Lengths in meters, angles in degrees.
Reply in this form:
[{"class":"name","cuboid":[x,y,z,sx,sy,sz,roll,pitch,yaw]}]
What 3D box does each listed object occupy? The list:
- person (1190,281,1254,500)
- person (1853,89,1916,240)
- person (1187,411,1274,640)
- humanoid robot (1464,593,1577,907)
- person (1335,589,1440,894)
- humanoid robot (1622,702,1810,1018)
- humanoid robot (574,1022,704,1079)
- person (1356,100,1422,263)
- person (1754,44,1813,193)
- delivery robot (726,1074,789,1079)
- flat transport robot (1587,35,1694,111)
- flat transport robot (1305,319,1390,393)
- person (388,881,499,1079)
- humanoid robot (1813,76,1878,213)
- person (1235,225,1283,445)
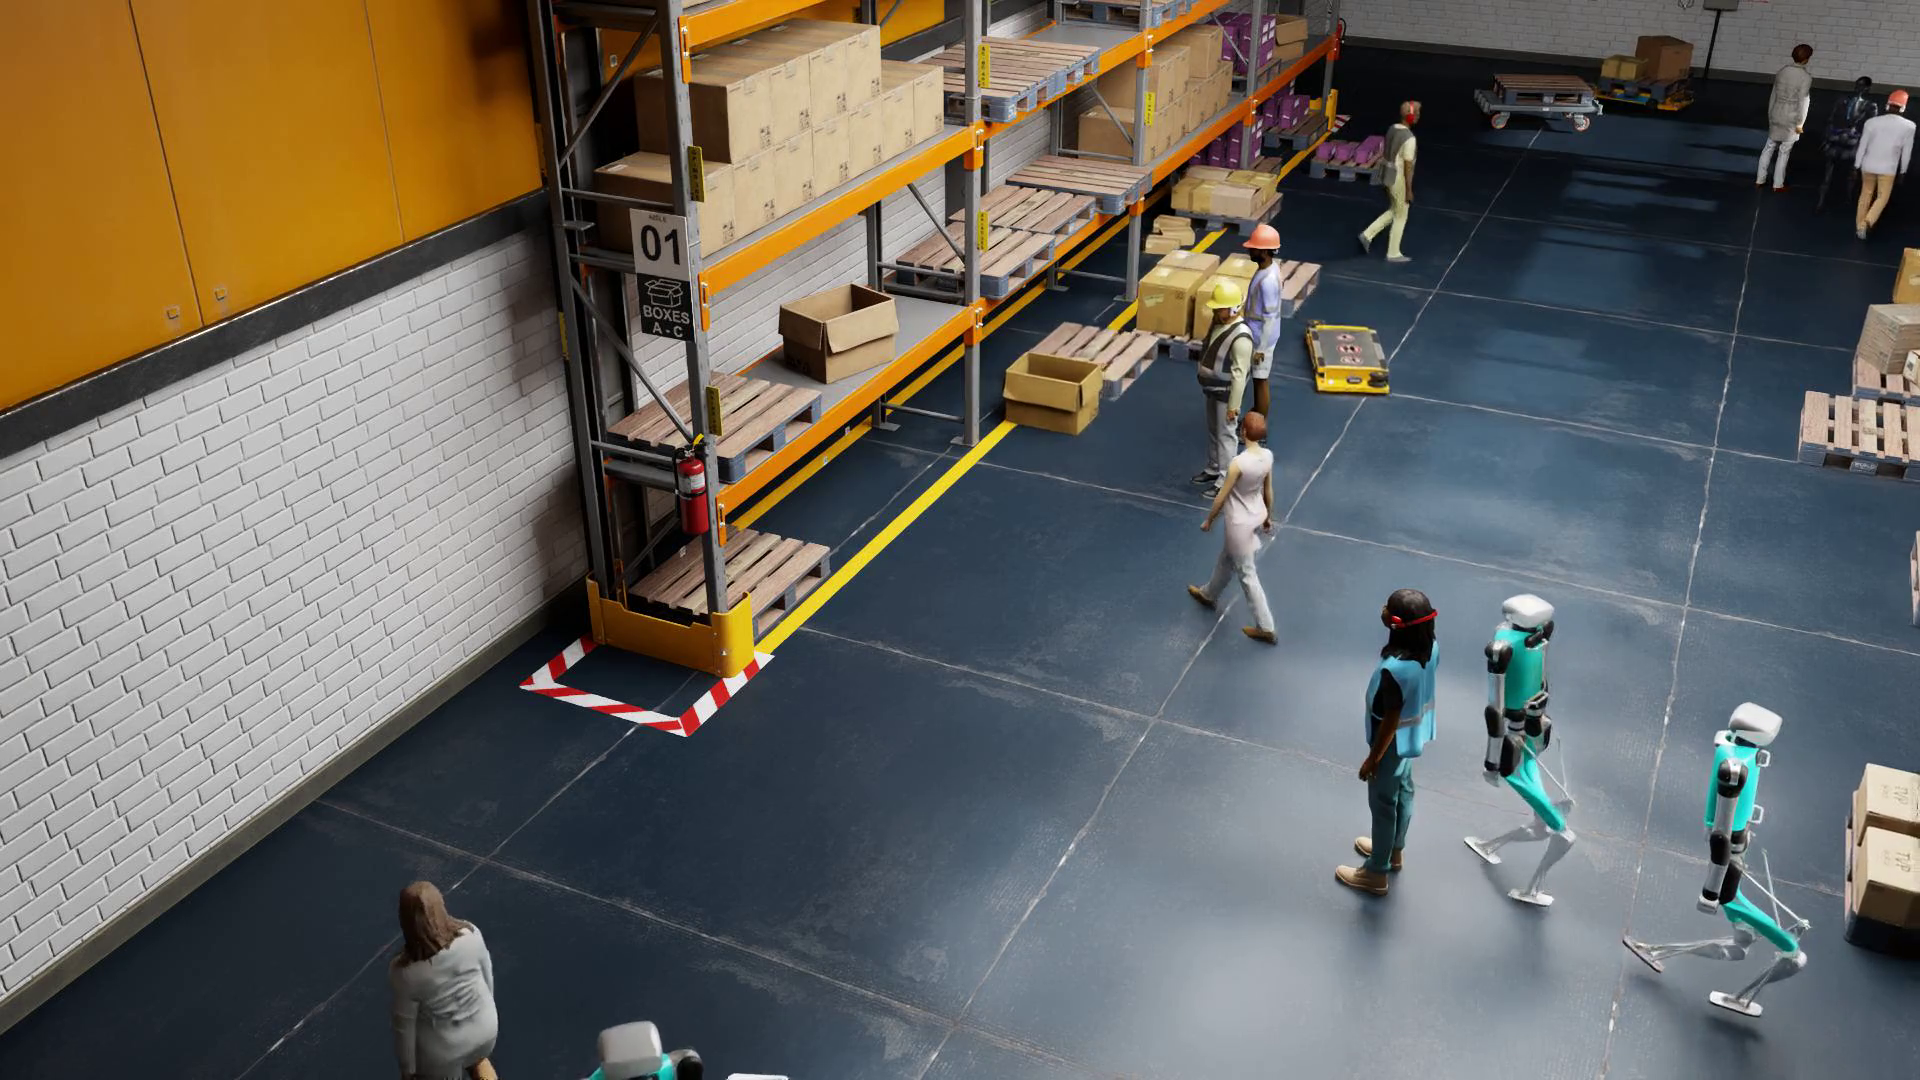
[{"class":"person","cuboid":[2.102,-1.208,13.334,0.403,1.824,0.591,-6,29,-11]},{"class":"person","cuboid":[10.615,-4.317,19.188,0.573,1.731,0.649,22,35,35]},{"class":"person","cuboid":[1.945,-0.131,11.544,0.434,1.607,0.858,-25,37,-38]},{"class":"humanoid robot","cuboid":[3.181,1.204,8.968,0.539,1.776,0.867,-24,36,-37]},{"class":"person","cuboid":[2.352,1.095,9.017,0.393,1.866,0.528,20,34,32]},{"class":"humanoid robot","cuboid":[3.864,1.619,8.153,0.935,1.743,0.561,15,32,26]},{"class":"humanoid robot","cuboid":[-1.101,2.680,6.212,0.539,1.792,0.755,-13,31,-22]},{"class":"person","cuboid":[4.817,-3.954,18.418,0.527,1.825,0.568,-3,28,-5]},{"class":"person","cuboid":[10.394,-5.293,20.900,0.365,1.832,0.513,-15,32,-25]},{"class":"delivery robot","cuboid":[-0.922,2.745,7.329,0.525,0.587,0.755,1,28,3]},{"class":"flat transport robot","cuboid":[10.321,-6.772,25.286,1.431,0.231,0.659,22,35,35]},{"class":"flat transport robot","cuboid":[3.717,-1.768,16.007,0.659,0.231,1.431,3,28,5]},{"class":"person","cuboid":[-2.232,2.171,7.246,0.506,1.649,0.407,-23,36,-36]},{"class":"humanoid robot","cuboid":[10.758,-4.813,20.196,0.687,1.638,0.597,-21,34,-33]},{"class":"person","cuboid":[2.543,-1.749,14.214,0.369,1.939,0.543,3,28,5]}]
